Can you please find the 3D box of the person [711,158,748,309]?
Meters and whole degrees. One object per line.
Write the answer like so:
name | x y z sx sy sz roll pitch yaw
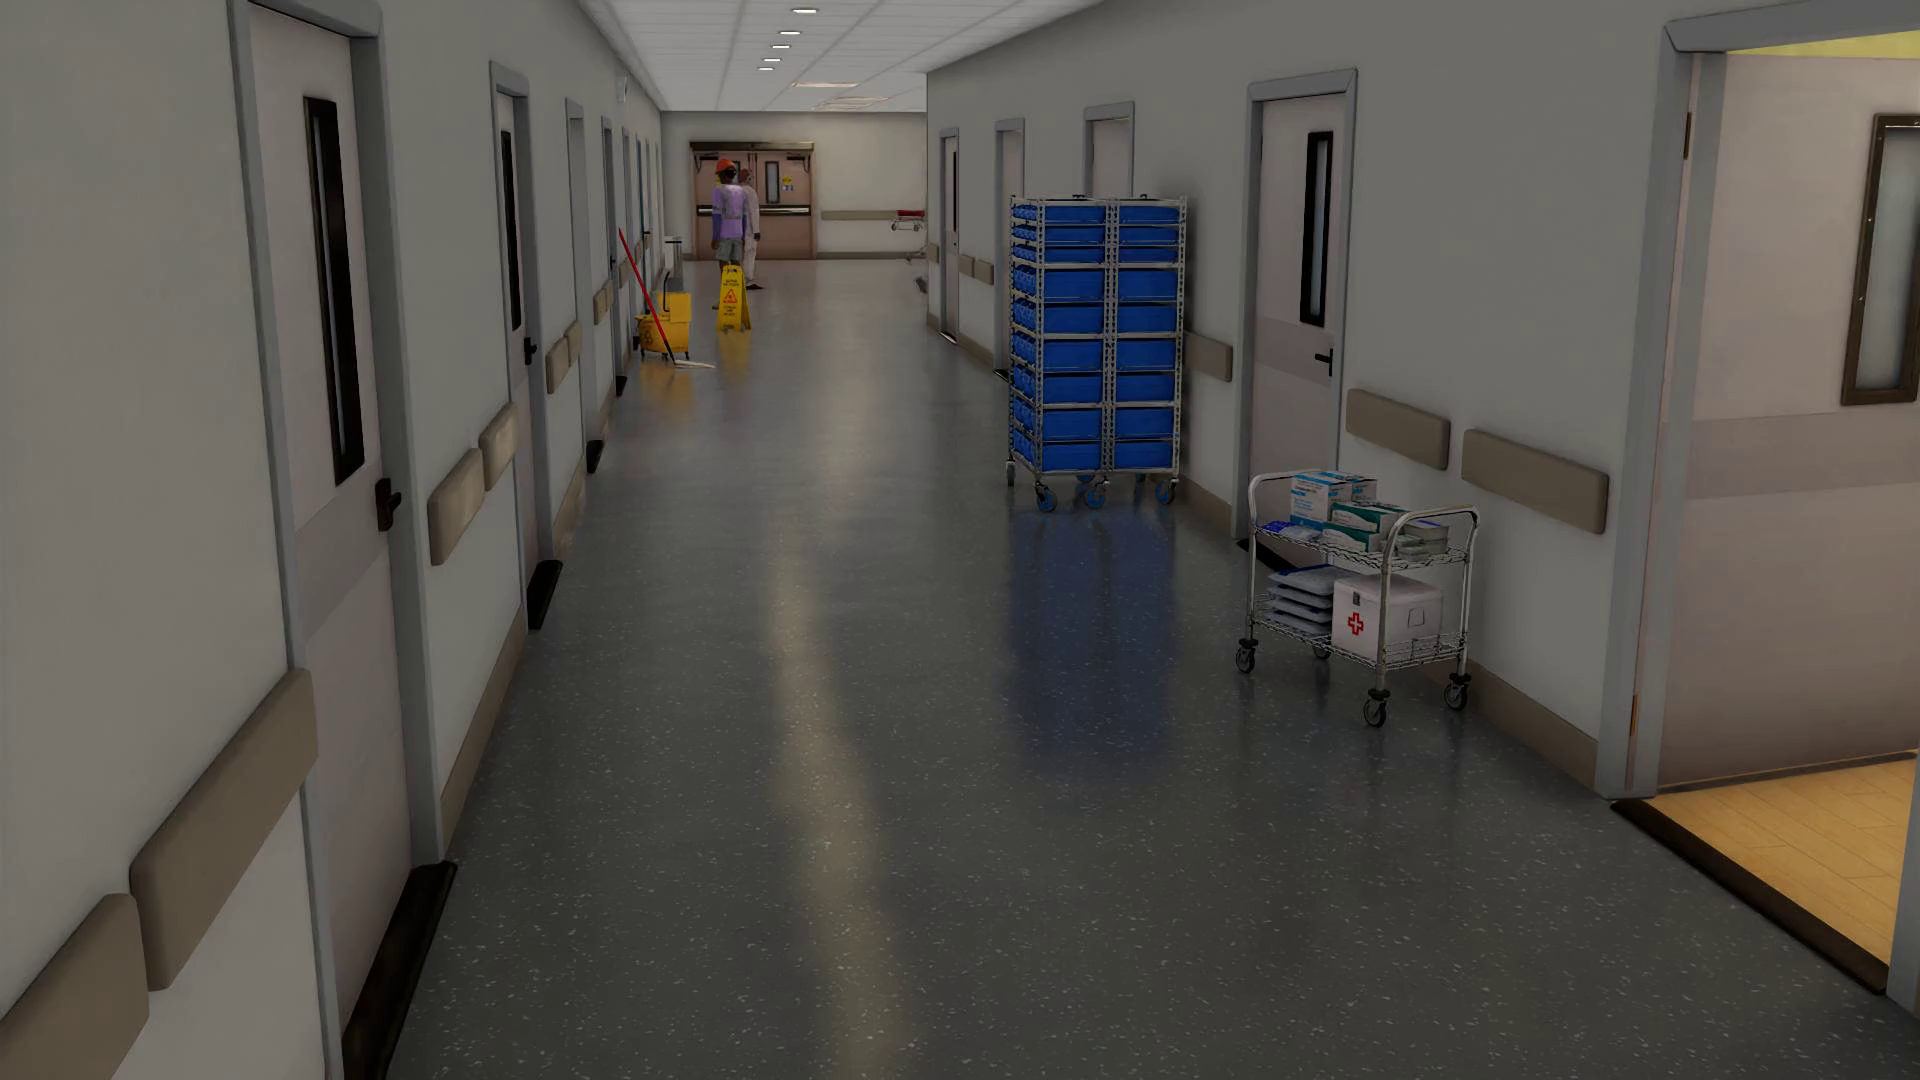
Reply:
person | -3.155 -4.149 22.618 0.407 2.029 0.612 9 16 35

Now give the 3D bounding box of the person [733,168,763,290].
person | -3.371 -4.918 26.329 0.400 1.899 0.640 -11 17 -40
